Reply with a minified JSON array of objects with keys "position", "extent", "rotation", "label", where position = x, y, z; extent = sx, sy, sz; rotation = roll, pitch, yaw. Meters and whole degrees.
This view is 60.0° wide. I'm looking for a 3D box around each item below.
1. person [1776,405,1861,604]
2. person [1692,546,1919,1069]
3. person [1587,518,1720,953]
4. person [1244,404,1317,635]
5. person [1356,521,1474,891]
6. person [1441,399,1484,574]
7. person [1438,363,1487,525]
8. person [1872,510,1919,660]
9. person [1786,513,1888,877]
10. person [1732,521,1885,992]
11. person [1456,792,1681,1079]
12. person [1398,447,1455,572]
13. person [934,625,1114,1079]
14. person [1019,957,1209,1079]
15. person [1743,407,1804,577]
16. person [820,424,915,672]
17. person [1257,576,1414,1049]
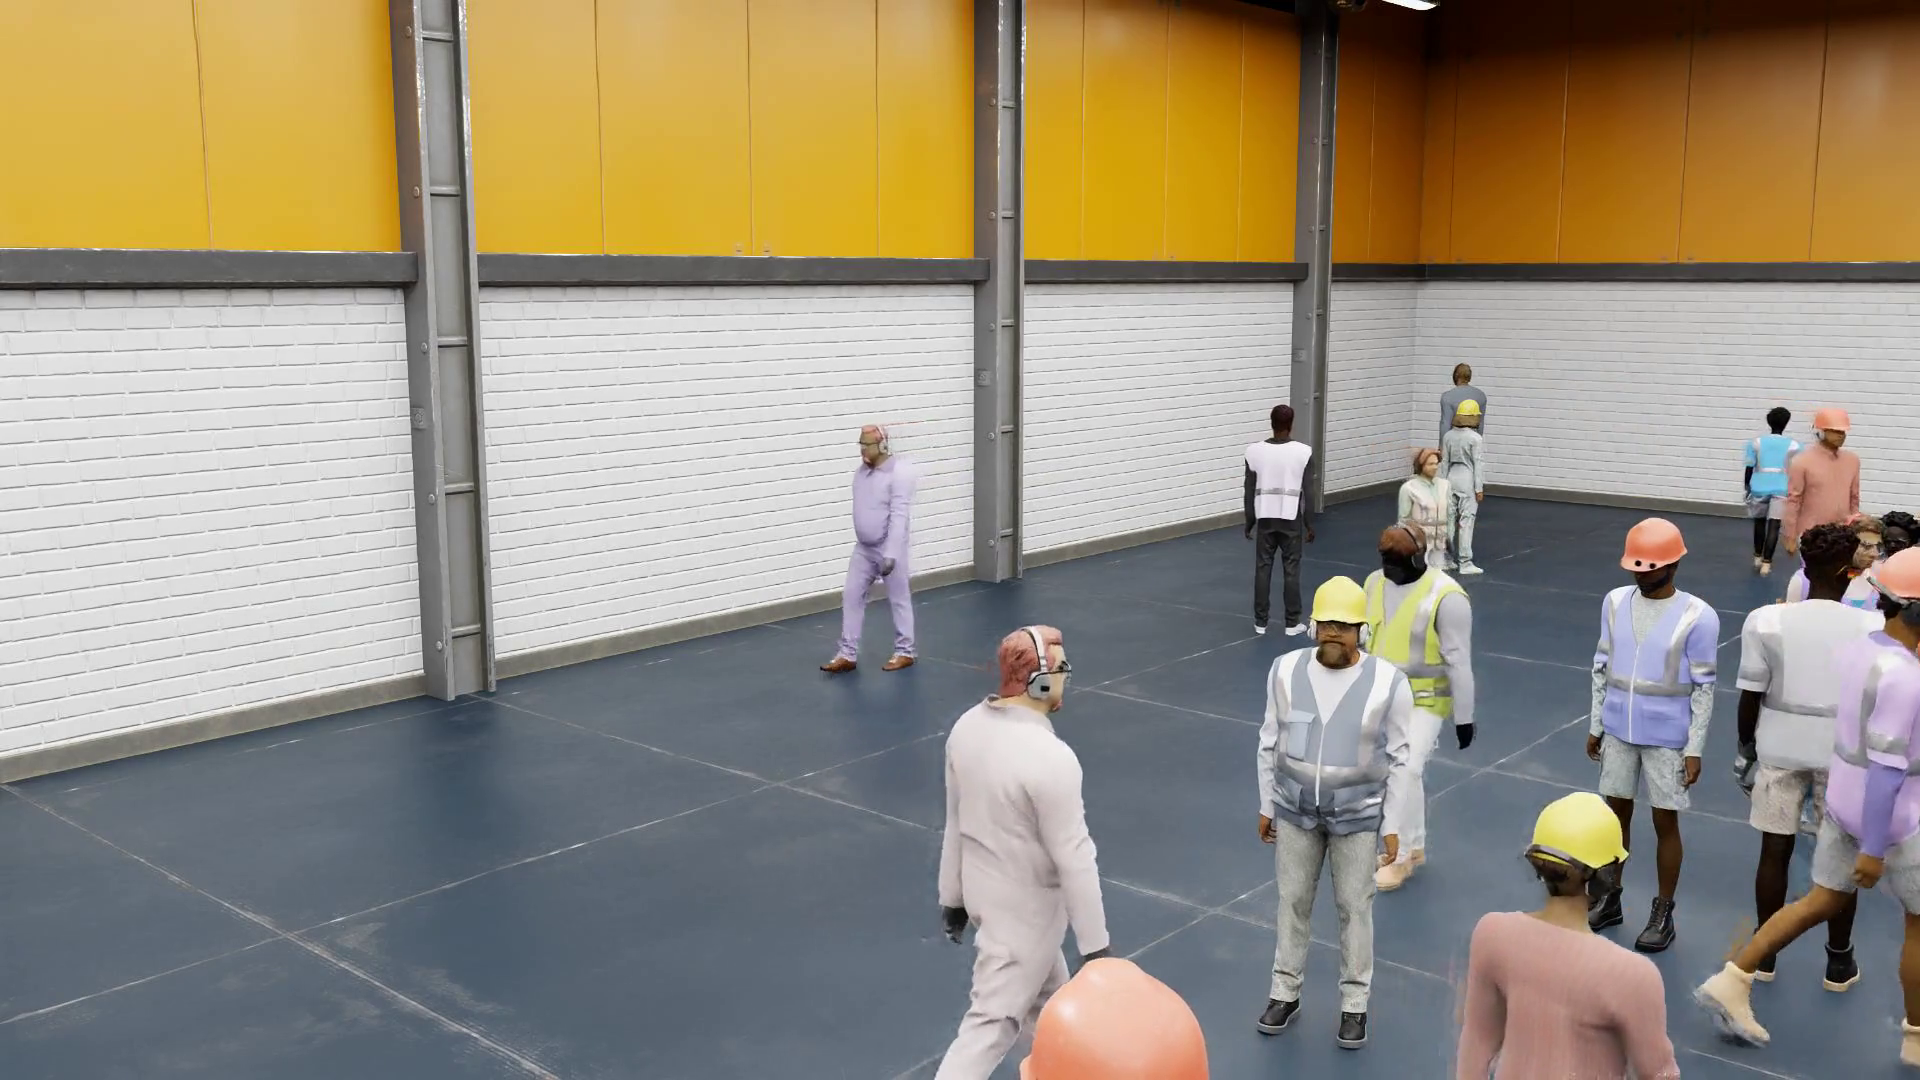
[{"position":[6.734,-0.083,13.076],"extent":[0.628,1.979,0.720],"rotation":[-2,9,-14],"label":"person"},{"position":[3.343,1.001,6.246],"extent":[1.005,2.005,0.608],"rotation":[2,9,10],"label":"person"},{"position":[3.029,0.852,7.363],"extent":[0.372,1.928,0.543],"rotation":[-8,12,-40],"label":"person"},{"position":[2.649,-0.165,13.794],"extent":[0.610,1.915,0.410],"rotation":[4,10,22],"label":"person"},{"position":[2.152,0.798,8.082],"extent":[0.659,1.801,0.744],"rotation":[-5,10,-29],"label":"person"},{"position":[5.050,-0.538,16.669],"extent":[0.314,1.743,0.493],"rotation":[-6,11,-32],"label":"person"},{"position":[5.952,-1.136,19.816],"extent":[0.628,1.940,0.373],"rotation":[-4,10,-22],"label":"person"},{"position":[5.111,0.679,9.171],"extent":[0.532,1.697,0.319],"rotation":[7,11,36],"label":"person"},{"position":[4.499,0.735,8.560],"extent":[0.589,1.788,0.977],"rotation":[-1,9,-5],"label":"person"},{"position":[3.562,0.899,6.954],"extent":[0.609,1.963,0.369],"rotation":[5,10,28],"label":"person"},{"position":[1.477,1.474,4.129],"extent":[0.930,1.717,0.529],"rotation":[-5,10,-30],"label":"person"},{"position":[3.702,0.042,13.413],"extent":[0.518,1.617,0.661],"rotation":[-5,10,-28],"label":"person"},{"position":[0.195,1.198,5.447],"extent":[1.014,1.857,0.653],"rotation":[-4,10,-23],"label":"person"},{"position":[0.210,1.588,2.381],"extent":[0.616,2.041,0.378],"rotation":[-5,10,-29],"label":"person"},{"position":[8.134,-0.493,16.608],"extent":[0.546,1.657,0.795],"rotation":[6,11,33],"label":"person"},{"position":[-0.672,0.086,12.368],"extent":[0.646,1.871,0.867],"rotation":[9,12,43],"label":"person"},{"position":[1.429,1.043,6.448],"extent":[0.586,1.837,0.403],"rotation":[4,10,25],"label":"person"}]
